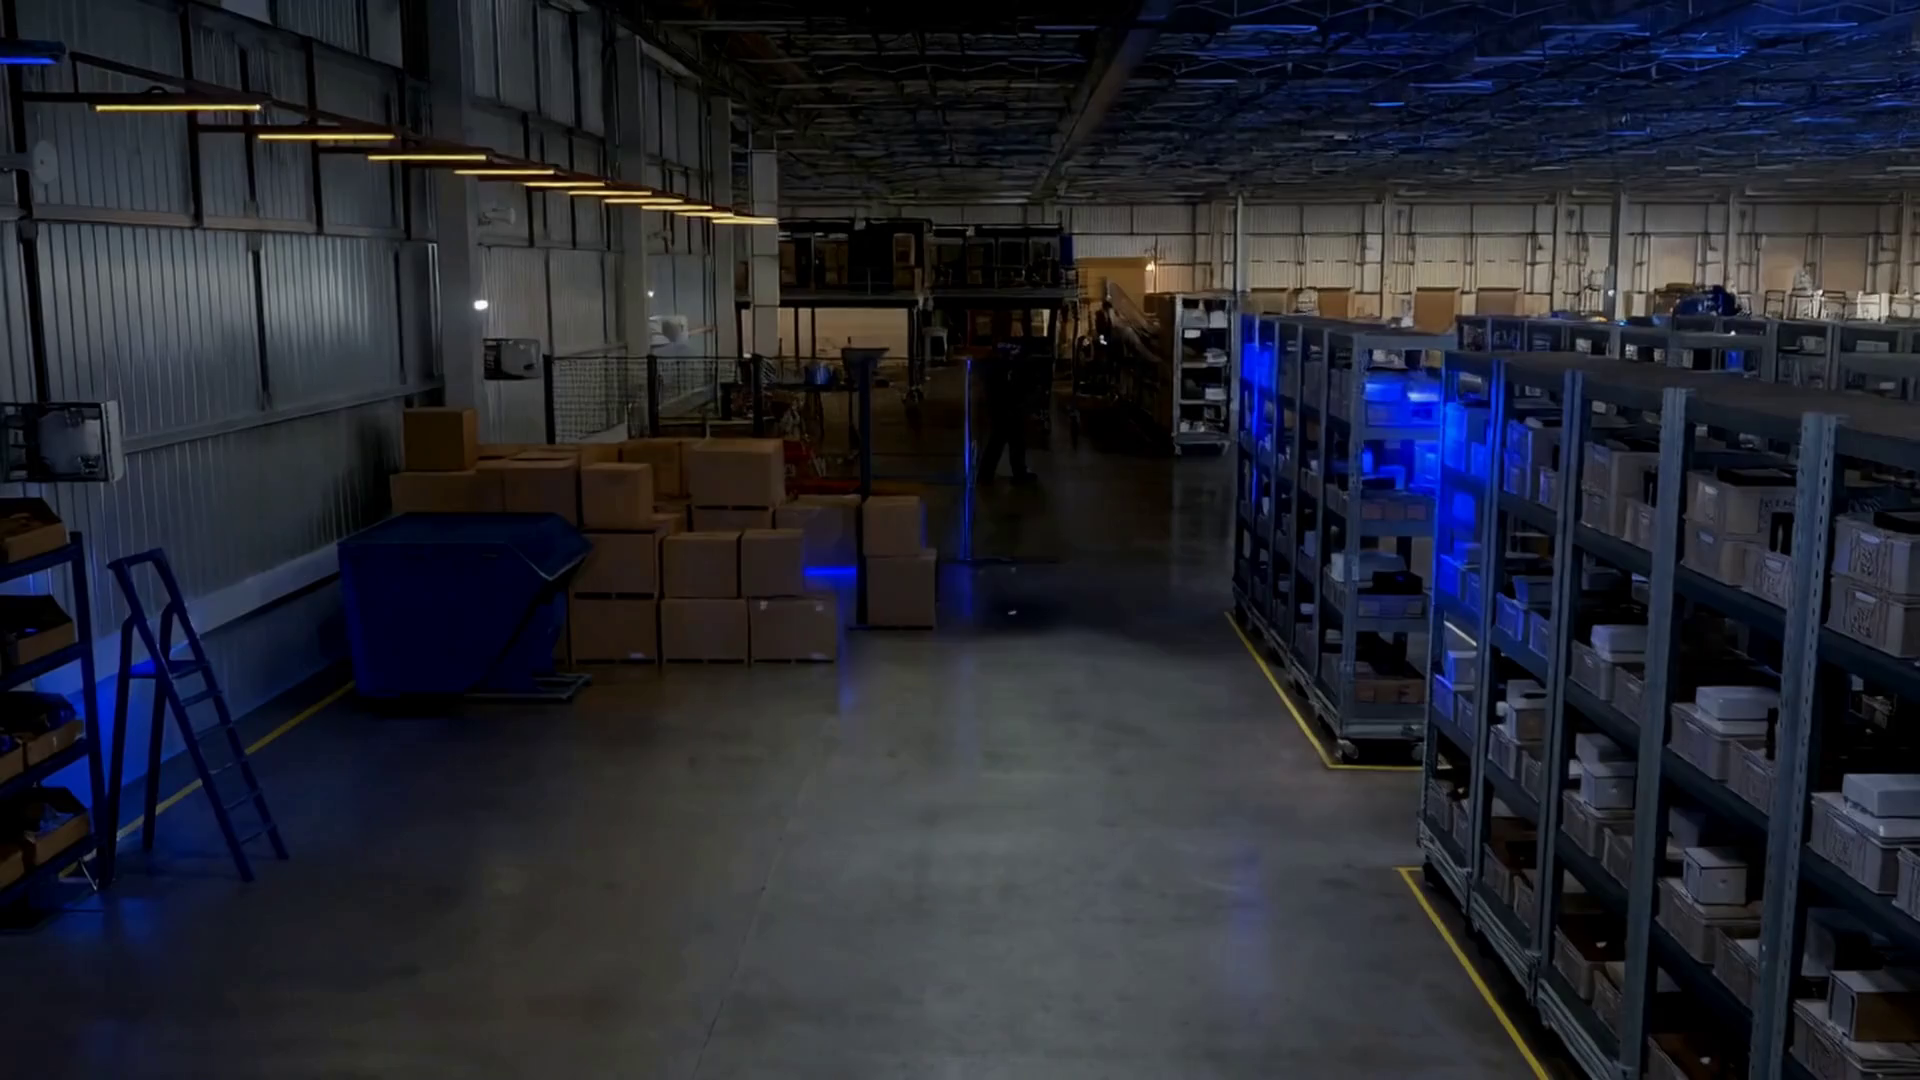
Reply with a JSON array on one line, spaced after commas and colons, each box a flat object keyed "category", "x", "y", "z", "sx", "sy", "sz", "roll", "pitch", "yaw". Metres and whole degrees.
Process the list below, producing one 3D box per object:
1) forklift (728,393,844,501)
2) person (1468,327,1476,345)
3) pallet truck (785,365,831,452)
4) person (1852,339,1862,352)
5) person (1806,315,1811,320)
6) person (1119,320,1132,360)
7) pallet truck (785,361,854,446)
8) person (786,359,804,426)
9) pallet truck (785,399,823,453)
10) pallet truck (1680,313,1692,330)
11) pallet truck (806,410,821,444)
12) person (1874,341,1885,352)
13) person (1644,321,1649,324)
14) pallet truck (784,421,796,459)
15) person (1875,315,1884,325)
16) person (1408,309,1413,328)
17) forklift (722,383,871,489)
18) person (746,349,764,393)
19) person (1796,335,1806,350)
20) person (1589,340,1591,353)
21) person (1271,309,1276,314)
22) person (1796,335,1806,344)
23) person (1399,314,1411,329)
[{"category": "forklift", "x": -2.979, "y": -1.316, "z": 26.476, "sx": 2.680, "sy": 1.987, "sz": 1.157, "roll": 0, "pitch": 9, "yaw": 1}, {"category": "person", "x": 20.413, "y": -7.577, "z": 66.436, "sx": 0.325, "sy": 1.864, "sz": 0.516, "roll": -2, "pitch": 9, "yaw": -9}, {"category": "pallet truck", "x": -3.774, "y": -2.976, "z": 37.635, "sx": 1.885, "sy": 1.965, "sz": 0.823, "roll": 1, "pitch": 9, "yaw": 5}, {"category": "person", "x": 31.162, "y": -6.144, "z": 57.941, "sx": 0.431, "sy": 1.755, "sz": 0.525, "roll": 7, "pitch": 12, "yaw": 37}, {"category": "person", "x": 41.524, "y": -10.045, "z": 81.518, "sx": 0.599, "sy": 1.900, "sz": 0.756, "roll": 5, "pitch": 10, "yaw": 28}, {"category": "person", "x": 7.578, "y": -9.176, "z": 76.293, "sx": 0.606, "sy": 1.859, "sz": 0.774, "roll": 0, "pitch": 9, "yaw": 2}, {"category": "pallet truck", "x": -3.410, "y": -3.193, "z": 38.978, "sx": 1.885, "sy": 1.965, "sz": 0.823, "roll": 0, "pitch": 9, "yaw": -1}, {"category": "person", "x": -4.192, "y": -3.837, "z": 43.320, "sx": 0.686, "sy": 1.878, "sz": 0.512, "roll": -4, "pitch": 10, "yaw": -21}, {"category": "pallet truck", "x": -3.814, "y": -2.432, "z": 36.419, "sx": 1.630, "sy": 1.274, "sz": 0.653, "roll": 0, "pitch": 9, "yaw": 1}, {"category": "pallet truck", "x": 36.315, "y": -10.531, "z": 84.244, "sx": 0.823, "sy": 1.965, "sz": 1.885, "roll": -6, "pitch": 11, "yaw": -33}, {"category": "pallet truck", "x": -3.559, "y": -2.018, "z": 33.905, "sx": 1.522, "sy": 1.261, "sz": 0.704, "roll": 0, "pitch": 9, "yaw": -1}, {"category": "person", "x": 32.209, "y": -6.149, "z": 58.083, "sx": 0.549, "sy": 1.714, "sz": 0.789, "roll": -5, "pitch": 10, "yaw": -28}, {"category": "person", "x": 31.527, "y": -9.139, "z": 76.279, "sx": 0.948, "sy": 1.805, "sz": 0.532, "roll": 5, "pitch": 11, "yaw": 29}, {"category": "pallet truck", "x": -4.013, "y": -1.793, "z": 32.705, "sx": 1.601, "sy": 1.201, "sz": 0.680, "roll": 0, "pitch": 9, "yaw": 1}, {"category": "person", "x": 50.399, "y": -11.508, "z": 91.263, "sx": 0.657, "sy": 1.671, "sz": 0.530, "roll": -7, "pitch": 11, "yaw": -36}, {"category": "person", "x": 25.598, "y": -12.177, "z": 94.647, "sx": 0.398, "sy": 1.918, "sz": 0.586, "roll": 6, "pitch": 11, "yaw": 31}, {"category": "forklift", "x": -2.893, "y": -1.687, "z": 28.729, "sx": 2.680, "sy": 1.987, "sz": 1.157, "roll": 0, "pitch": 9, "yaw": -1}, {"category": "person", "x": -5.461, "y": -4.043, "z": 44.136, "sx": 0.417, "sy": 2.036, "sz": 0.601, "roll": 7, "pitch": 11, "yaw": 35}, {"category": "person", "x": 29.964, "y": -6.475, "z": 59.526, "sx": 1.054, "sy": 1.895, "sz": 0.645, "roll": 1, "pitch": 9, "yaw": 7}, {"category": "person", "x": 24.664, "y": -7.293, "z": 64.534, "sx": 0.638, "sy": 1.907, "sz": 0.674, "roll": -7, "pitch": 11, "yaw": -36}, {"category": "person", "x": 18.044, "y": -12.430, "z": 96.309, "sx": 1.031, "sy": 1.892, "sz": 0.614, "roll": 4, "pitch": 10, "yaw": 25}, {"category": "person", "x": 30.732, "y": -6.685, "z": 60.913, "sx": 0.313, "sy": 1.869, "sz": 0.538, "roll": -2, "pitch": 9, "yaw": -11}, {"category": "person", "x": 23.144, "y": -10.831, "z": 86.572, "sx": 0.622, "sy": 1.845, "sz": 0.429, "roll": 3, "pitch": 10, "yaw": 21}]
